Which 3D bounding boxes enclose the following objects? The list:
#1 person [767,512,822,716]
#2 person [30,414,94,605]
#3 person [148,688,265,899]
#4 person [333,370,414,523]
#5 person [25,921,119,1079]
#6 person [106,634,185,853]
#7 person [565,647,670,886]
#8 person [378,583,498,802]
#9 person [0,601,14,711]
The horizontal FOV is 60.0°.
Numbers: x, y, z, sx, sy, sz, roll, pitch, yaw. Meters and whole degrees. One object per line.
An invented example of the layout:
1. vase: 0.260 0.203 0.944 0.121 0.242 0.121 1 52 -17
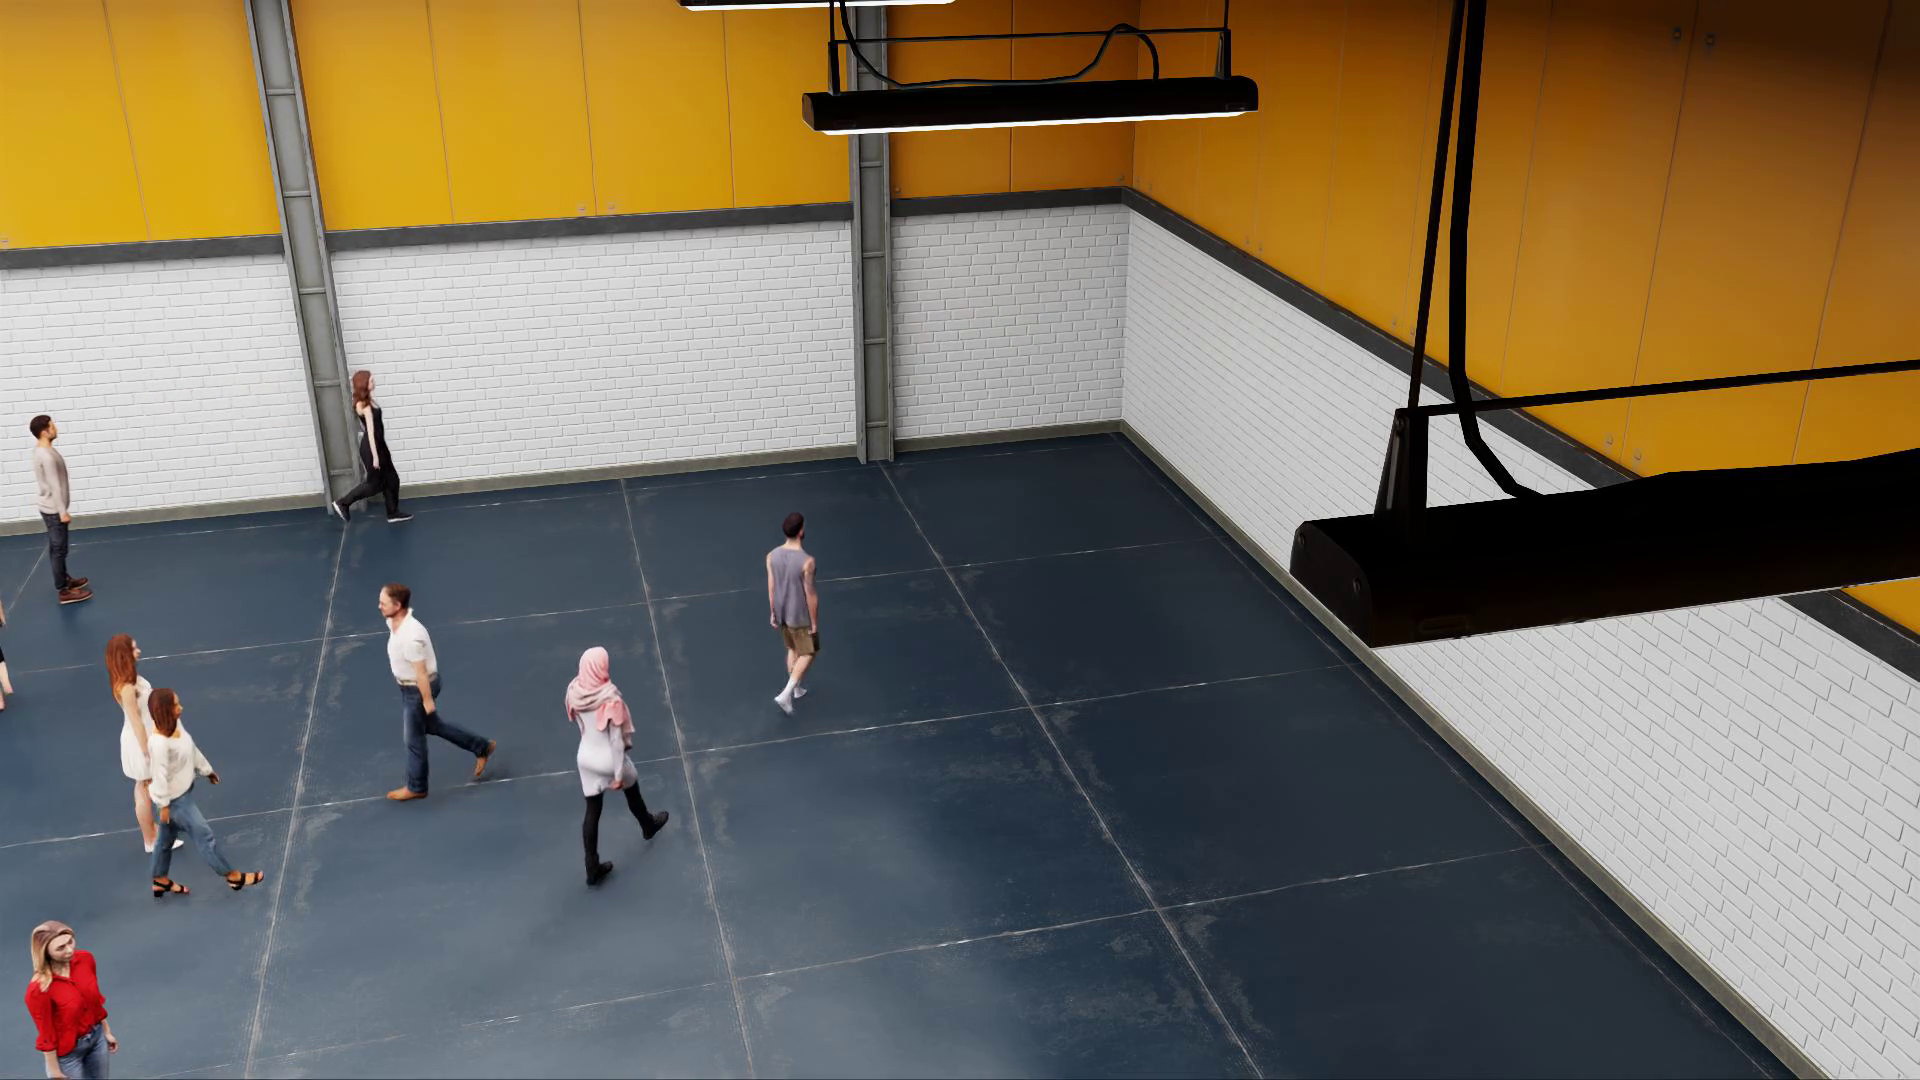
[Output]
1. person: -1.454 0.662 14.133 0.986 1.832 1.022 10 26 22
2. person: -8.750 -0.308 16.052 0.669 1.861 0.720 -14 27 -29
3. person: -5.538 1.783 11.529 0.969 1.652 0.648 -8 25 -17
4. person: -6.331 -0.952 17.696 0.986 1.725 0.575 -7 24 -15
5. person: -4.847 2.801 9.137 0.693 1.703 0.691 7 24 15
6. person: -6.009 1.469 12.178 0.573 1.708 0.595 -11 26 -24
7. person: -2.581 1.623 11.747 1.114 1.771 1.106 9 25 21
8. person: -4.059 1.132 12.792 1.171 1.834 0.825 -13 27 -27
9. person: -8.268 0.720 14.012 0.767 1.612 0.709 20 31 38
